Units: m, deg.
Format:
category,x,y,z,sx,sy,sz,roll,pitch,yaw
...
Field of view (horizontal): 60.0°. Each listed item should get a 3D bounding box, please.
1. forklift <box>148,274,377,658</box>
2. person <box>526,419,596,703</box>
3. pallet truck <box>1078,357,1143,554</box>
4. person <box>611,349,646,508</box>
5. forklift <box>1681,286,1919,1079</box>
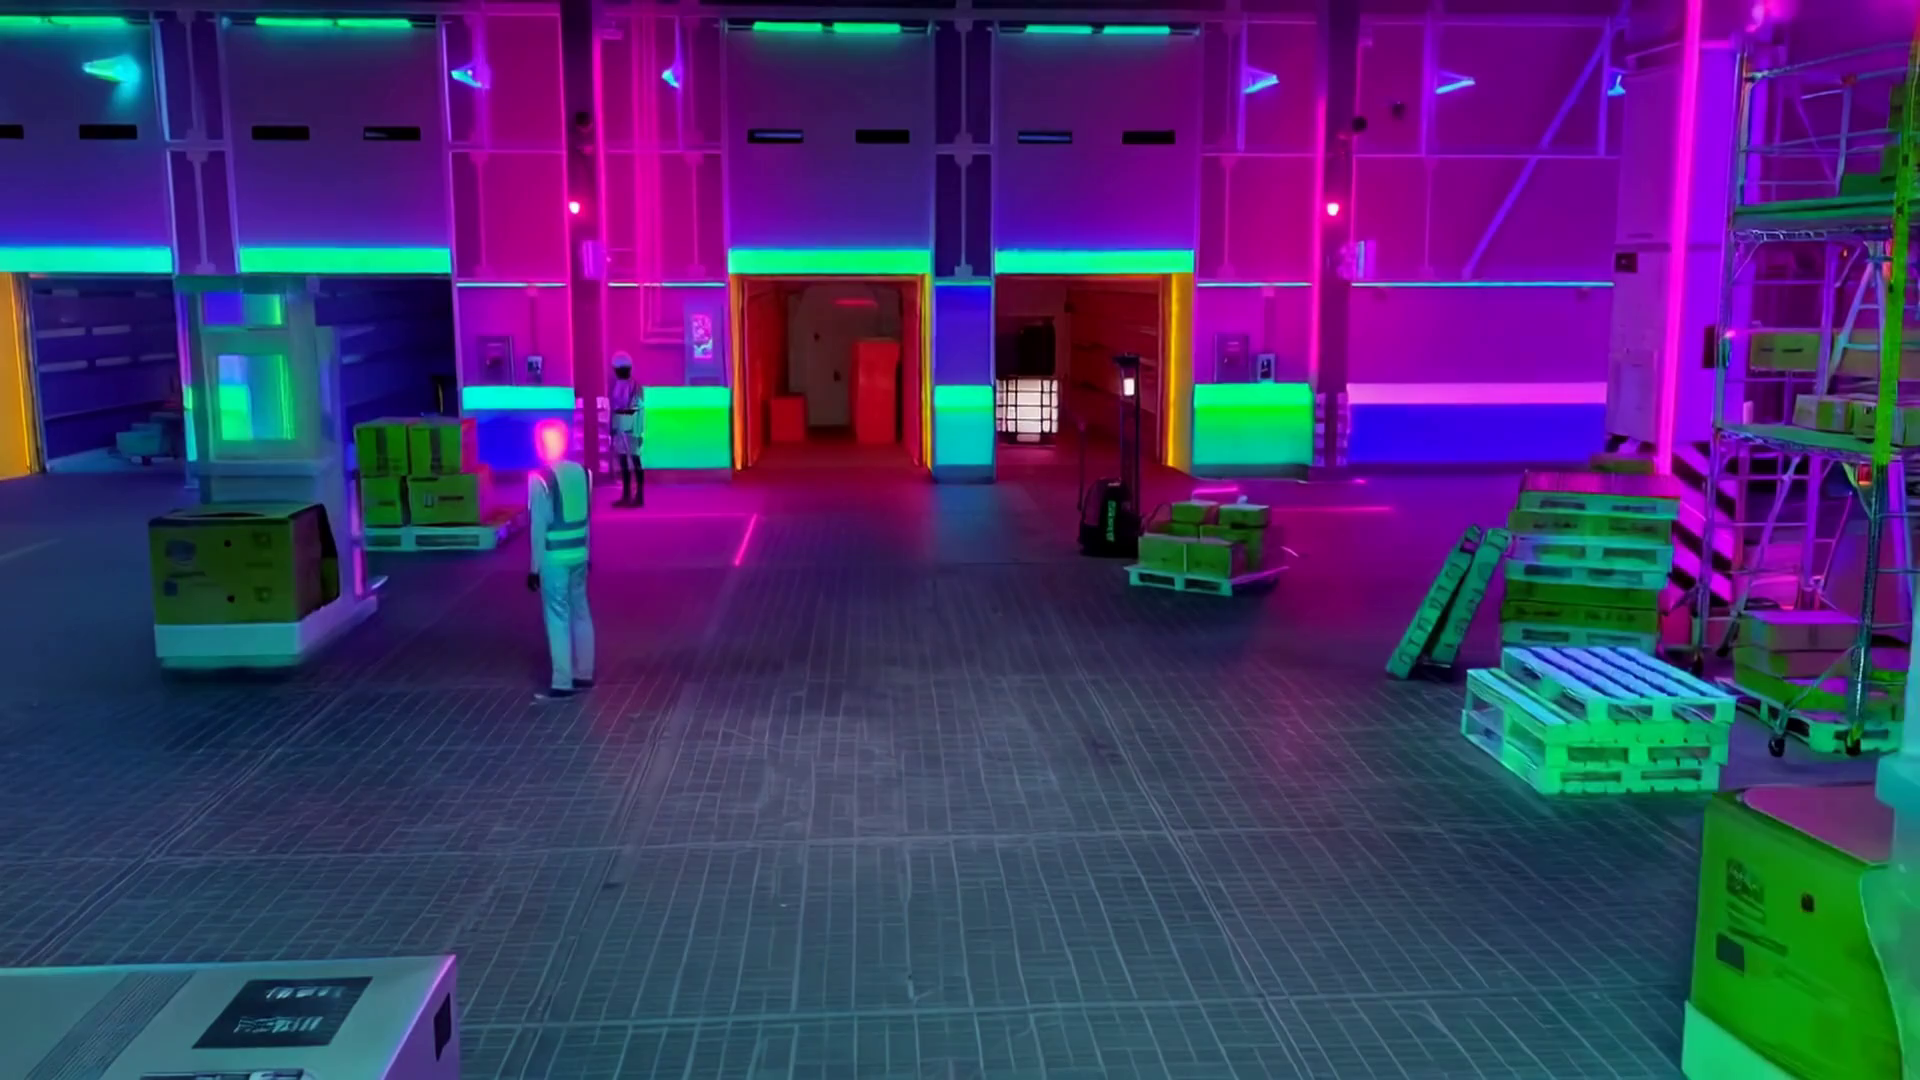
category,x,y,z,sx,sy,sz,roll,pitch,yaw
forklift,-5.344,-0.626,12.678,1.129,2.768,1.873,-1,9,-4
person,-2.645,0.136,11.014,0.337,1.882,0.585,4,10,26
pallet truck,2.088,-0.836,16.757,1.885,1.965,0.823,2,9,13
person,-4.053,-1.347,20.195,0.544,1.929,0.386,7,12,39
forklift,3.157,0.631,4.787,1.129,2.768,1.873,-2,9,-10
